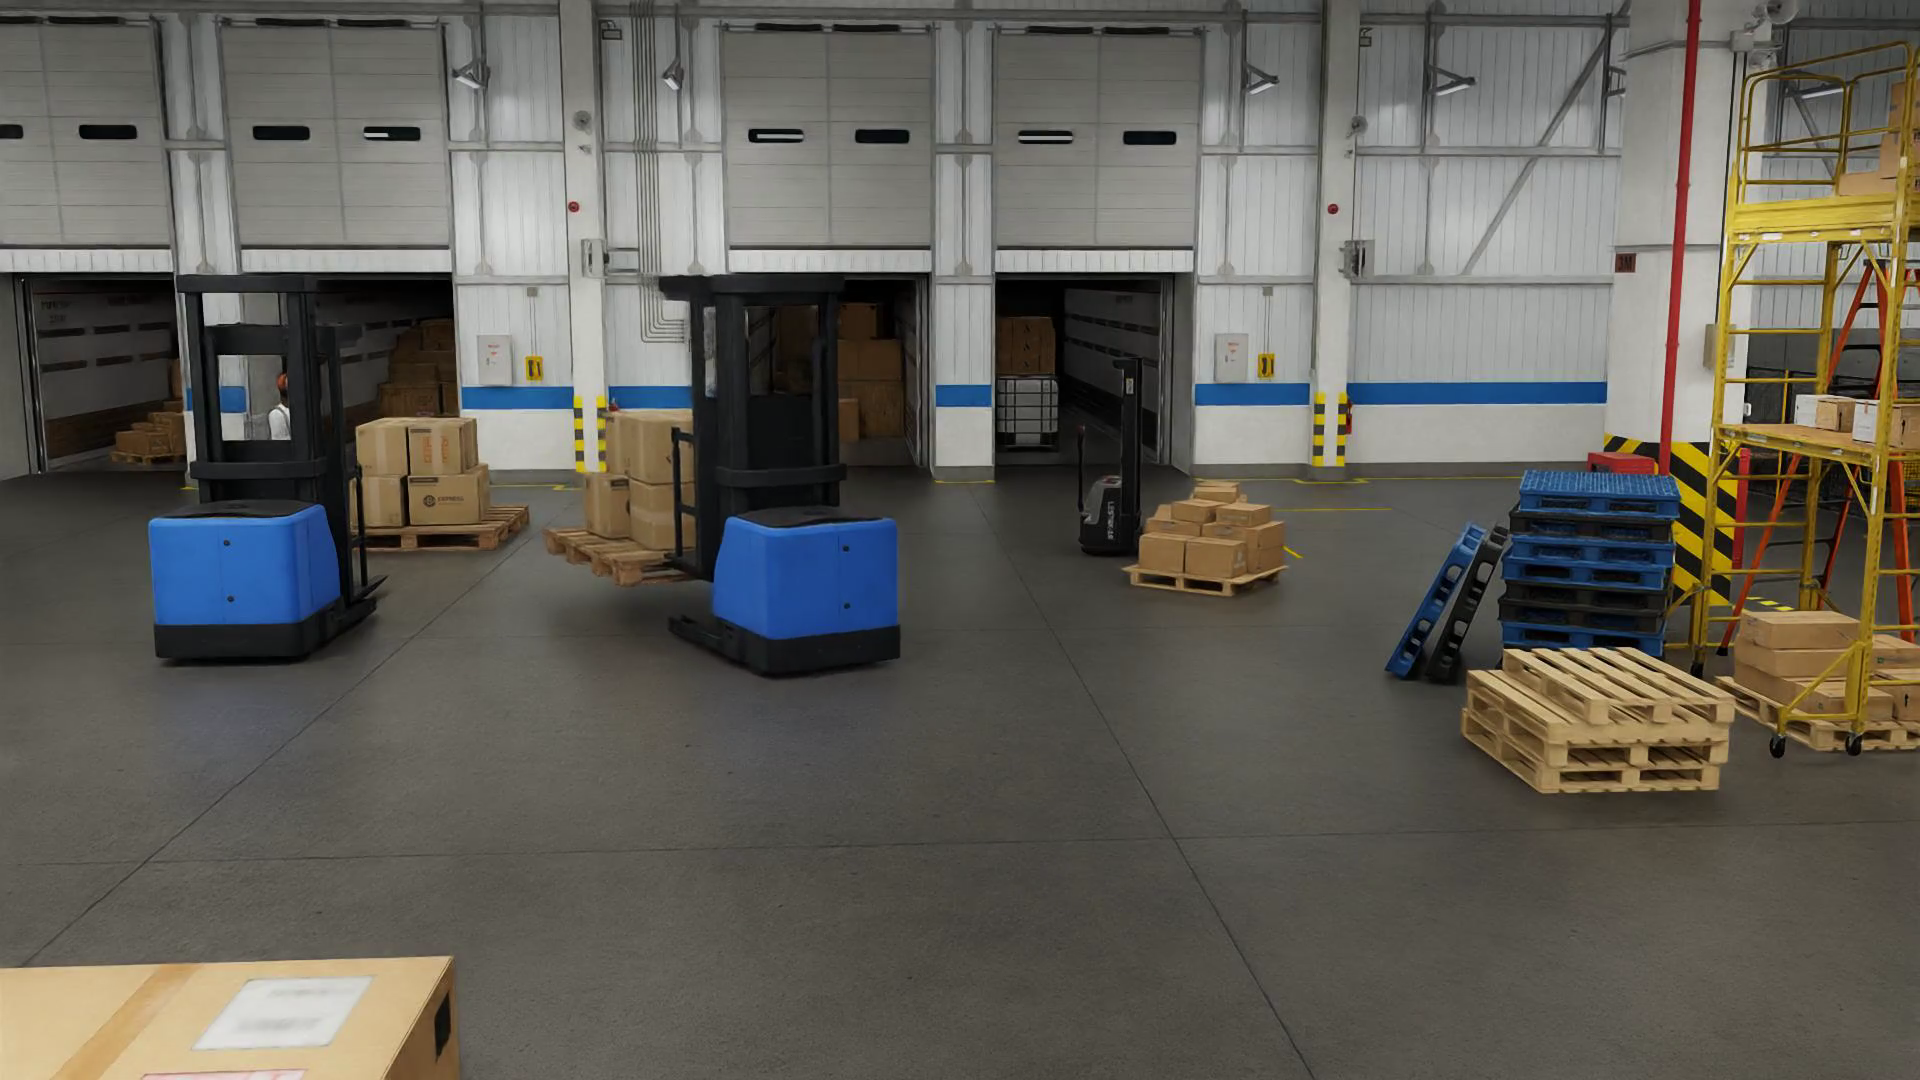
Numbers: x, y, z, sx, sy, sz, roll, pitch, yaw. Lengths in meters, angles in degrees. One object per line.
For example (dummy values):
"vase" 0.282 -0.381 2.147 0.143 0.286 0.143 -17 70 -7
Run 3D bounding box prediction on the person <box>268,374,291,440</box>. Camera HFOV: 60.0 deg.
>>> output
"person" -6.403 -0.644 15.912 0.337 1.882 0.584 -1 9 -4

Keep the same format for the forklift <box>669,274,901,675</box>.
"forklift" -1.316 -0.562 12.277 1.129 2.768 1.873 -5 11 -30

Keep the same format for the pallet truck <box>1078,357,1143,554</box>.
"pallet truck" 2.088 -0.836 16.757 1.885 1.965 0.823 2 9 13

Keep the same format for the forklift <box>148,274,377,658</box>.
"forklift" -5.348 -0.627 12.681 1.129 2.768 1.873 -1 9 -4
